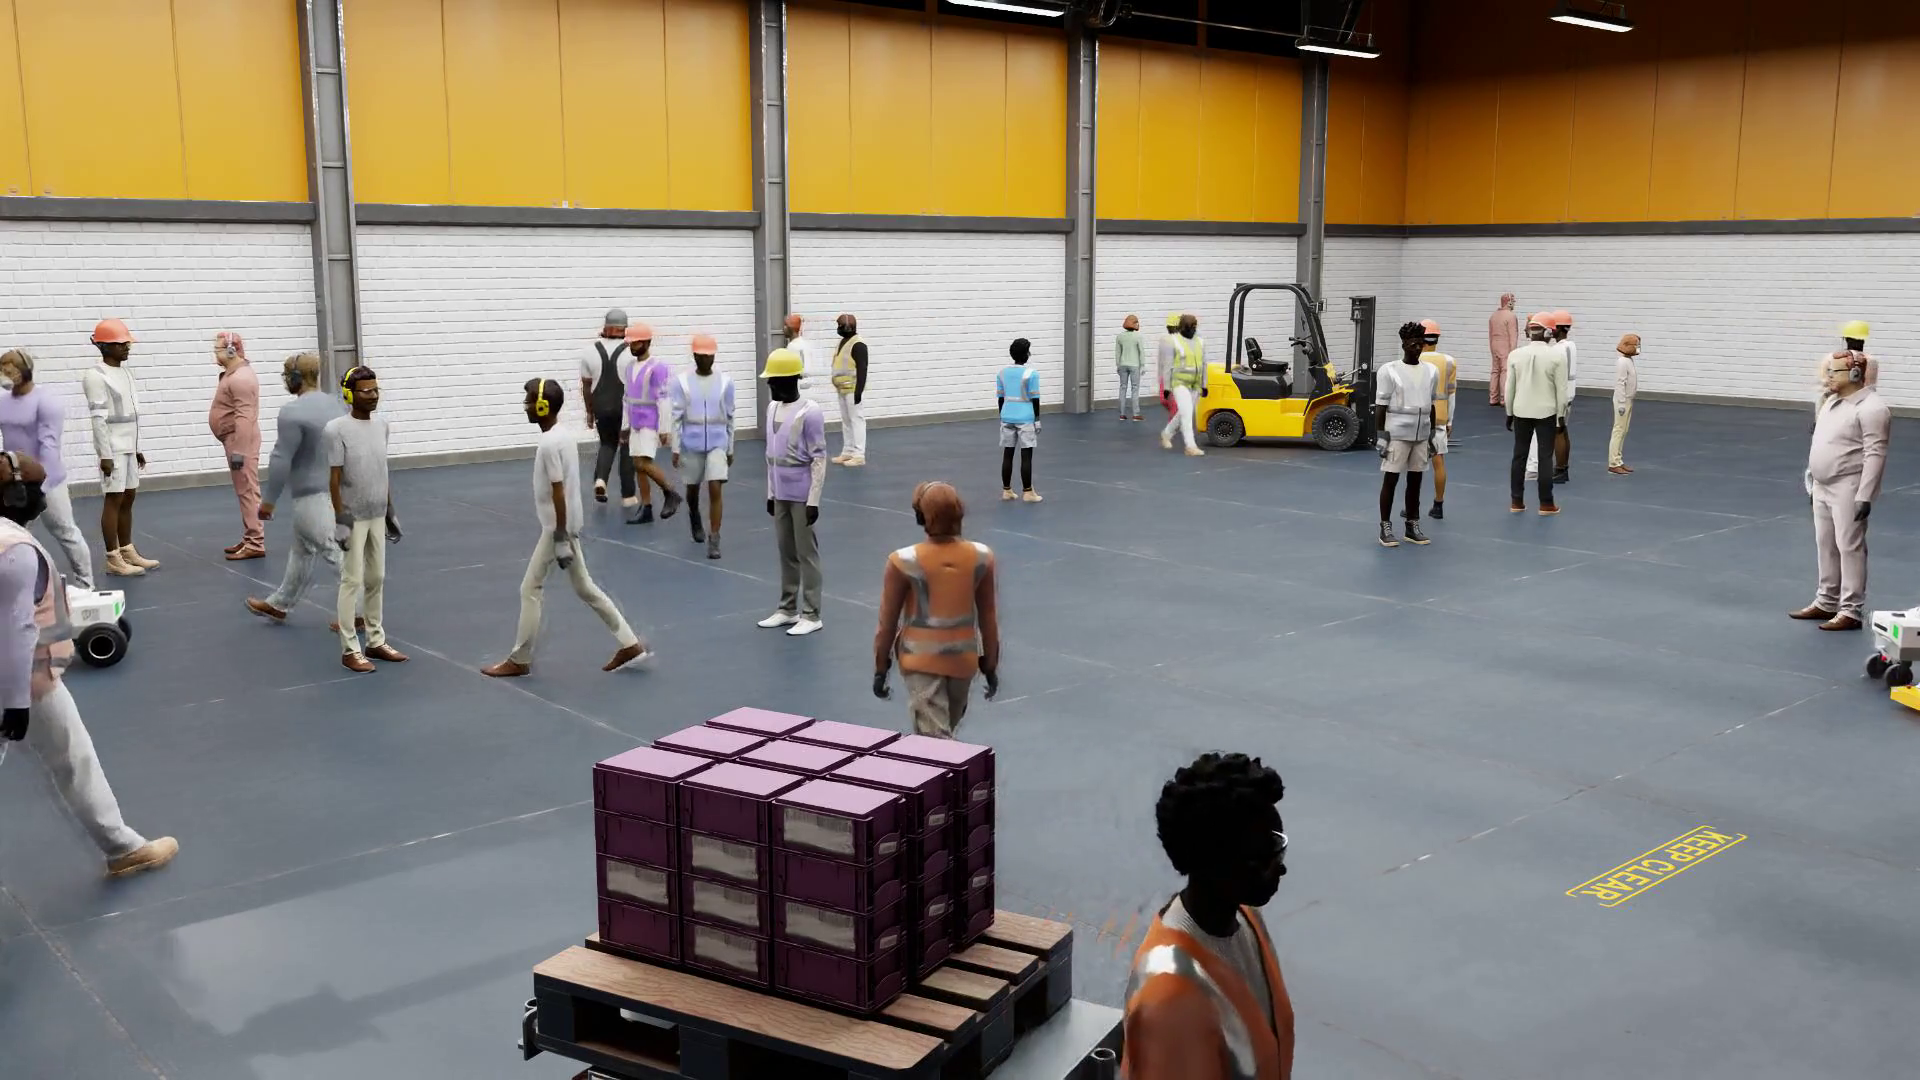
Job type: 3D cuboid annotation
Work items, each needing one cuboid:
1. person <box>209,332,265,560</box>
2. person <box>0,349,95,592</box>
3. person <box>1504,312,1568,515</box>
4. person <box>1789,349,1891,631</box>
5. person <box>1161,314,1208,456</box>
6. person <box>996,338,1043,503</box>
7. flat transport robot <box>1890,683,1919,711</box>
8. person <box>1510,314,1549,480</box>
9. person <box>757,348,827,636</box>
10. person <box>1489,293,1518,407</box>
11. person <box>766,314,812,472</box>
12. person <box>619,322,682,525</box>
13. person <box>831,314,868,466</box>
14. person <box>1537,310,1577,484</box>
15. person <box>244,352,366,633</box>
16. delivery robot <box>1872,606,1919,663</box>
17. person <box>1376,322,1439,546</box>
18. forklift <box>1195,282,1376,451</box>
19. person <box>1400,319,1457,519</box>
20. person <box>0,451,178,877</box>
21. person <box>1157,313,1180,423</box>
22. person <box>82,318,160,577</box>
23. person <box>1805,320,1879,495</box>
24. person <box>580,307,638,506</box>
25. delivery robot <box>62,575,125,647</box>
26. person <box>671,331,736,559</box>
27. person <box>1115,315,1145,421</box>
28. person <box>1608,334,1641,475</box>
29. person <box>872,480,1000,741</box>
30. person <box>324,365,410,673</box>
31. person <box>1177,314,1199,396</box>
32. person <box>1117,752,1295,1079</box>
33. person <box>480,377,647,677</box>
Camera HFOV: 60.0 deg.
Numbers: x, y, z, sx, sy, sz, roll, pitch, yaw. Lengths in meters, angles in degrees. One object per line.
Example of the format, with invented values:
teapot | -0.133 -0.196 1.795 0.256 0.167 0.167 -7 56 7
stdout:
person | -6.065 -0.786 13.954 0.406 1.903 0.639 -4 11 -23
person | -6.540 -0.383 11.653 0.626 1.882 1.033 4 10 21
person | 5.675 -1.241 16.371 0.610 1.984 0.400 8 13 39
person | 5.983 -0.340 11.324 0.402 1.906 0.652 0 10 -2
person | 2.848 -2.008 21.381 0.627 1.809 0.879 -7 12 -34
person | 0.612 -1.225 17.111 0.530 1.697 0.322 8 12 38
flat transport robot | 5.991 0.852 9.123 1.431 0.197 0.652 -1 10 -6
person | 6.494 -1.614 18.856 0.355 1.882 0.575 2 10 12
person | -1.126 -0.321 11.160 0.384 1.924 0.589 -8 12 -38
person | 9.179 -3.188 27.996 0.404 1.910 0.636 -3 10 -18
person | -2.006 -1.684 19.320 0.696 1.857 0.606 2 10 12
person | -2.969 -1.103 15.733 0.451 1.922 0.553 -9 13 -44
person | -1.341 -1.817 20.169 0.430 1.841 0.624 -5 11 -26
person | 6.666 -1.592 18.600 0.382 1.923 0.551 6 11 32
person | -4.422 -0.310 11.193 1.008 1.884 0.652 1 10 6
delivery robot | 5.784 0.550 9.792 0.707 0.478 0.477 1 10 6
person | 3.922 -0.927 14.580 0.613 1.965 0.361 -3 10 -18
forklift | 4.328 -2.346 22.227 2.313 2.155 1.214 3 10 16
person | 4.492 -1.158 16.049 0.543 1.928 0.370 -1 10 -6
person | -3.713 0.541 6.541 0.638 1.785 0.982 8 12 39
person | 3.022 -2.315 23.358 0.522 1.748 0.526 8 13 41
person | -6.671 -0.734 13.232 0.379 2.044 0.607 -1 10 -3
person | 8.953 -1.284 16.879 0.590 1.905 0.643 -1 10 -4
person | -3.436 -1.346 16.818 0.691 2.000 0.549 1 10 8
delivery robot | -5.585 0.459 10.322 0.707 0.478 0.477 -4 11 -23
person | -2.190 -0.834 14.222 0.552 1.914 0.875 -2 10 -12
person | 2.636 -2.662 25.715 0.499 1.634 0.285 7 12 34
person | 7.764 -1.585 19.409 0.269 1.631 0.509 6 11 32
person | -0.112 0.538 7.087 0.533 1.588 0.853 -5 11 -27
person | -3.650 -0.136 10.232 0.331 1.874 0.519 4 11 24
person | 3.695 -2.831 26.766 0.677 1.614 0.510 -7 12 -35
person | 0.478 1.196 2.976 0.499 1.673 0.546 5 11 26
person | -2.382 -0.073 10.014 0.972 1.829 0.545 0 10 -2
